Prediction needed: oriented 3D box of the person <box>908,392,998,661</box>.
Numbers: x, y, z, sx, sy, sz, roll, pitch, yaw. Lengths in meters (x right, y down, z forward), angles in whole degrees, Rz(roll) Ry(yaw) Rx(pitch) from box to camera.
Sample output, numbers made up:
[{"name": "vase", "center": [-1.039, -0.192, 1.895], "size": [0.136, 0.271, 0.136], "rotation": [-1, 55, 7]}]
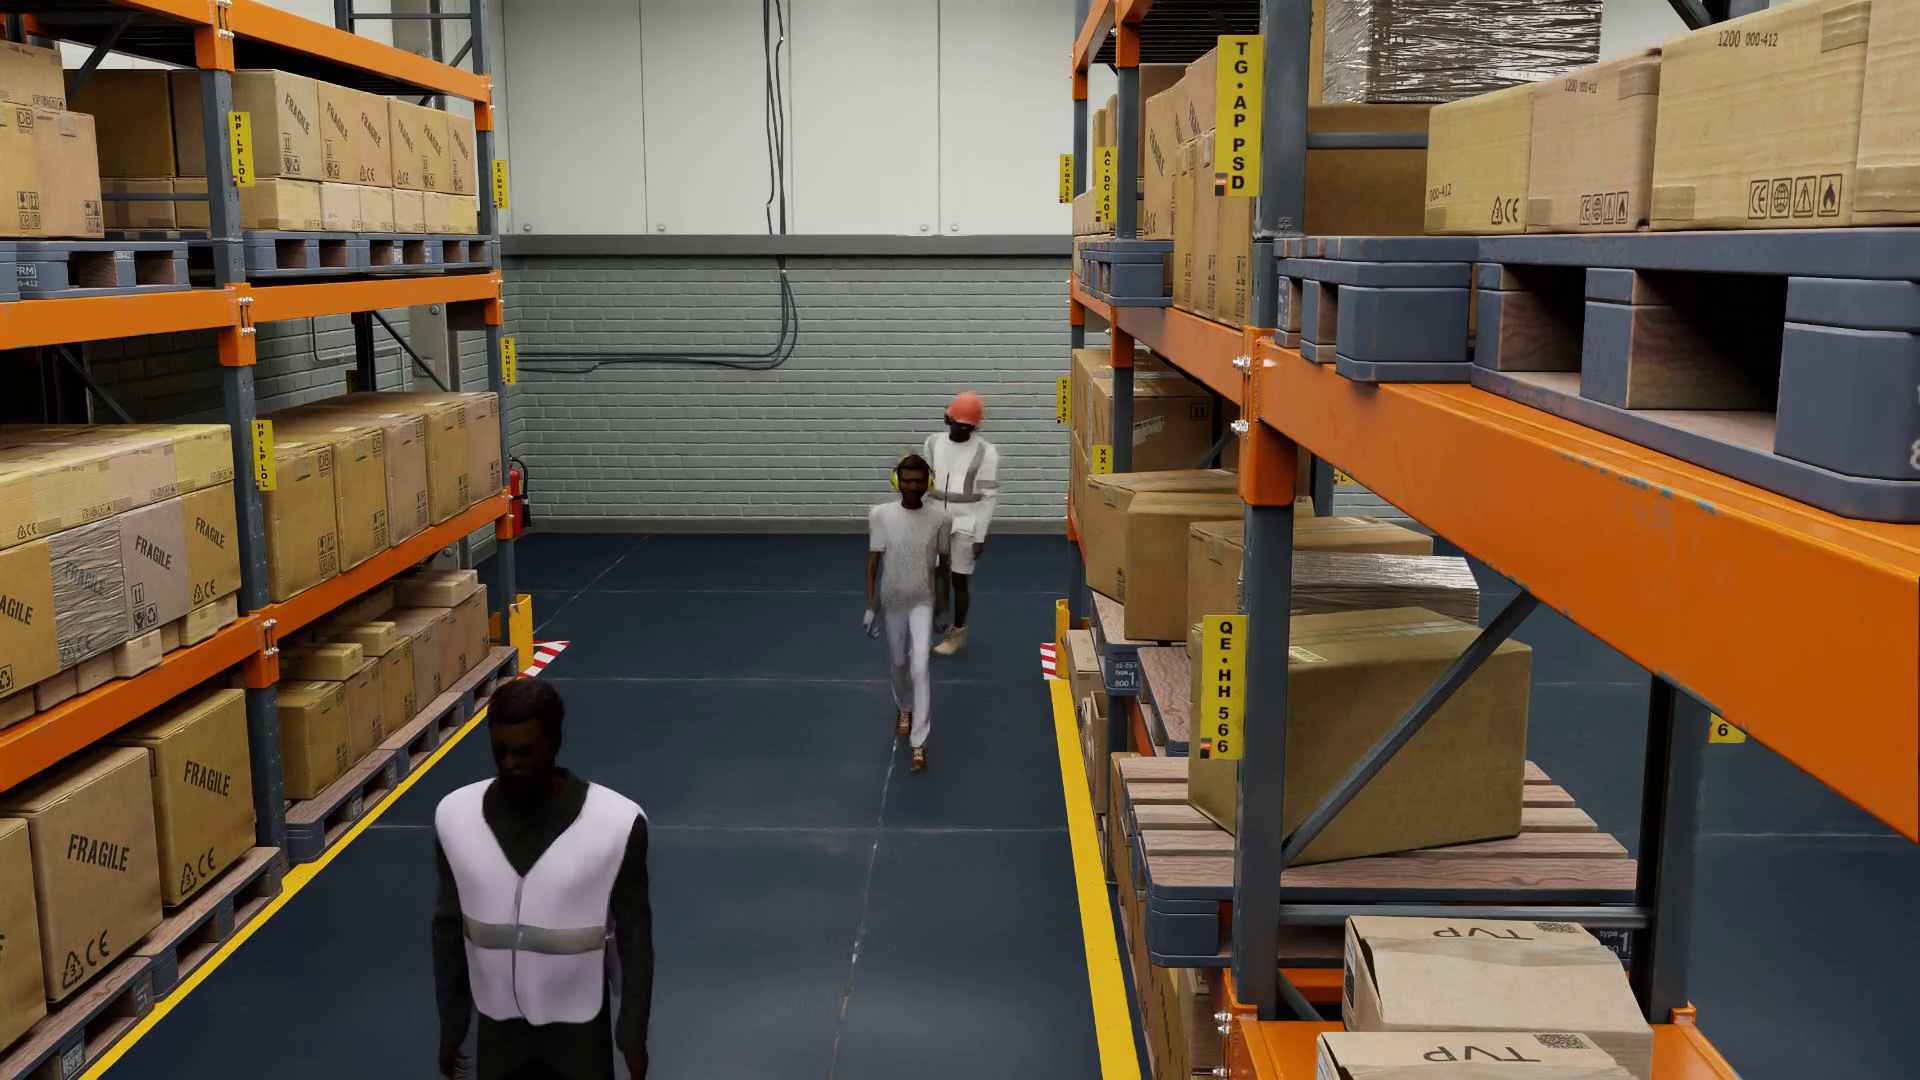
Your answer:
[{"name": "person", "center": [-0.071, -0.081, 12.035], "size": [0.686, 1.986, 0.731], "rotation": [5, 11, 28]}]

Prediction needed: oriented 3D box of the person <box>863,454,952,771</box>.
[{"name": "person", "center": [-0.306, 0.373, 9.945], "size": [0.518, 1.827, 0.978], "rotation": [1, 10, 3]}]

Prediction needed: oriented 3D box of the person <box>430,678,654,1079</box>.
[{"name": "person", "center": [-1.124, 1.290, 4.504], "size": [0.596, 1.914, 0.369], "rotation": [1, 10, 5]}]
